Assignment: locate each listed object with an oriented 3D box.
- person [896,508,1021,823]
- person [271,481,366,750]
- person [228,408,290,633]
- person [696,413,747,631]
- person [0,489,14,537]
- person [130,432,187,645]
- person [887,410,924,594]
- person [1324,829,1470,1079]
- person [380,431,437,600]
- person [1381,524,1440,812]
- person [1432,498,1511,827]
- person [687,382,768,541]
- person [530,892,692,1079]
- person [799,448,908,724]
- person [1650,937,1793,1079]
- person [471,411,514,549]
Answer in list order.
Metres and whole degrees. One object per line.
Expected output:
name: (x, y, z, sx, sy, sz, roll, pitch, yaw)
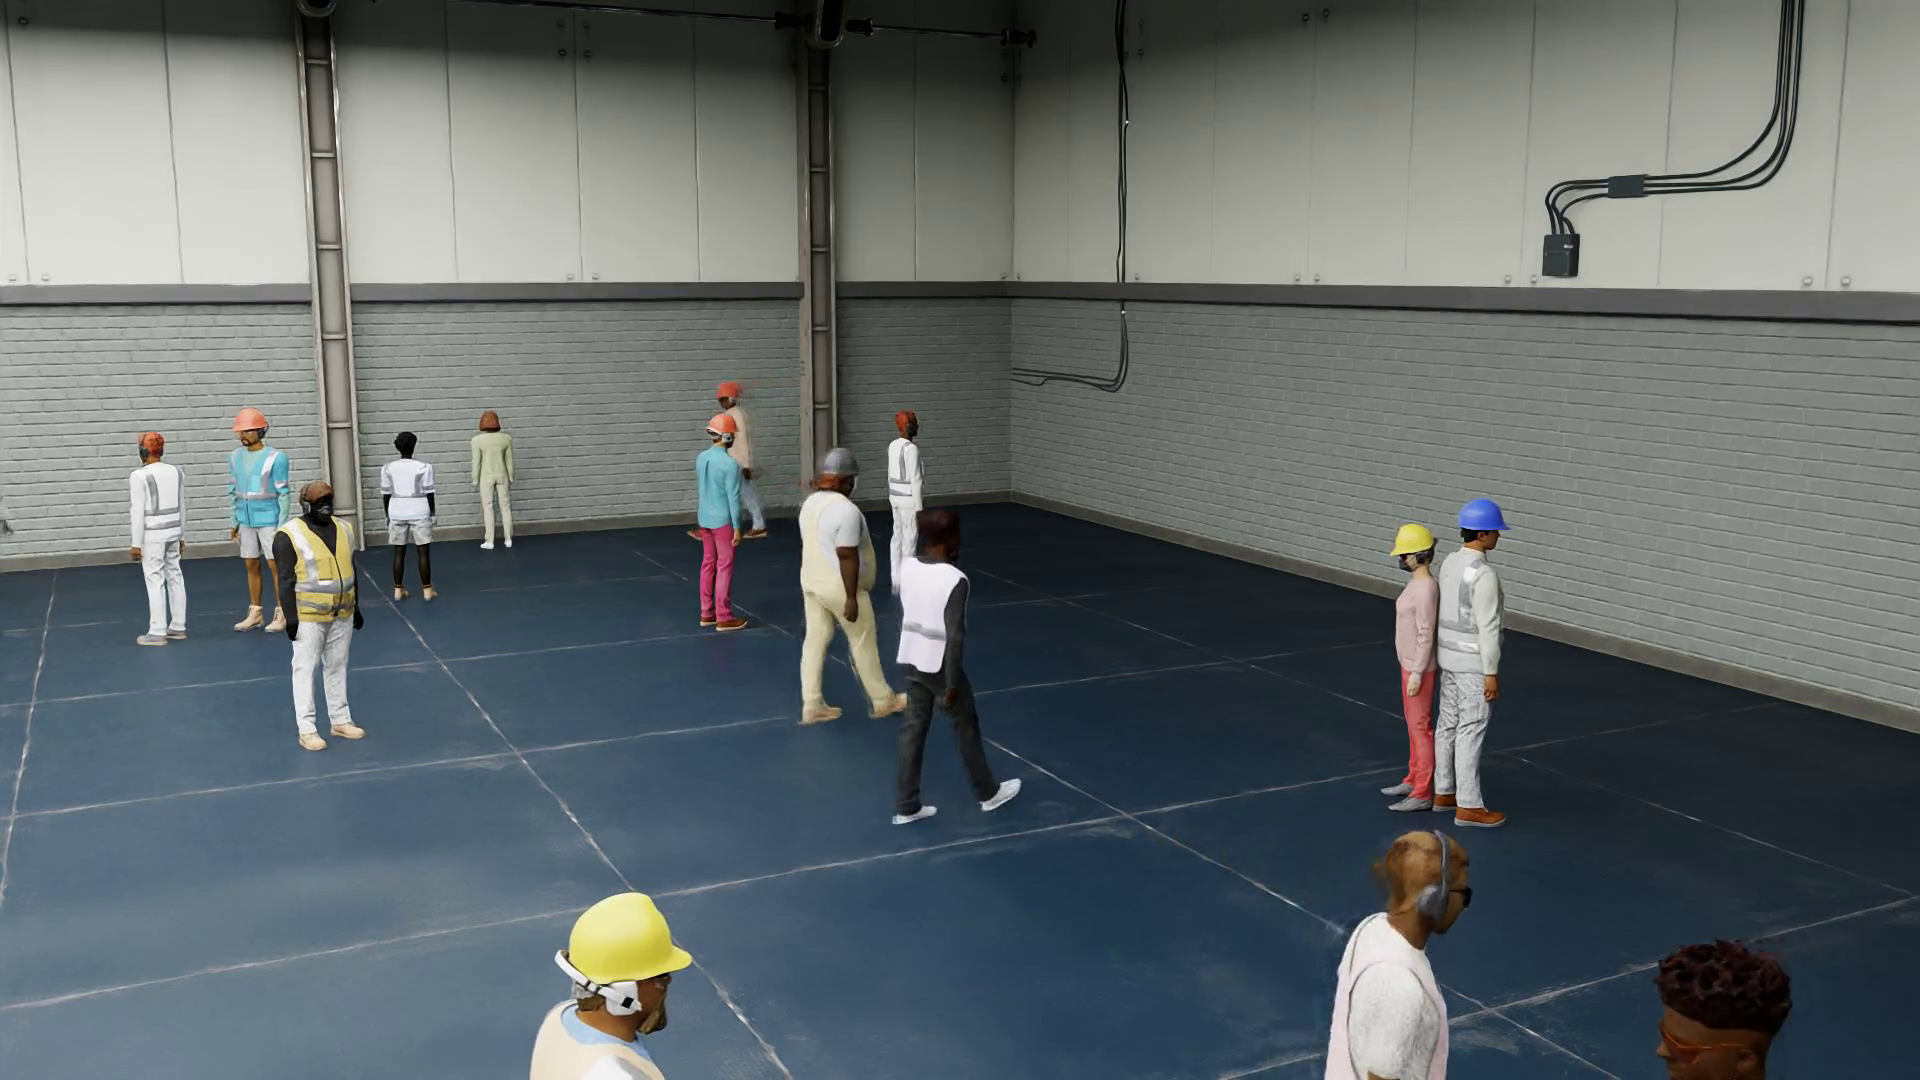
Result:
person: (-0.066, 0.737, 9.980, 0.769, 1.891, 0.603, -8, 12, -42)
person: (-4.402, 0.508, 11.510, 0.429, 1.845, 0.621, 6, 11, 31)
person: (-6.364, -0.171, 15.078, 0.608, 2.044, 0.377, 2, 10, 14)
person: (-2.177, -0.167, 15.245, 0.406, 1.987, 0.608, -9, 13, -43)
person: (-9.422, -0.103, 15.942, 0.424, 1.622, 0.532, 3, 10, 18)
person: (-7.053, -0.015, 14.646, 0.366, 1.880, 0.580, 3, 10, 16)
person: (-0.526, -0.363, 16.746, 0.355, 1.885, 0.575, -5, 10, -28)
person: (1.204, 1.664, 4.570, 0.935, 1.785, 0.505, 0, 9, 1)
person: (-5.478, -0.231, 16.551, 0.536, 1.690, 0.320, 0, 9, 2)
person: (2.758, 0.773, 10.127, 0.319, 1.763, 0.522, 1, 9, 8)
person: (3.032, 0.719, 9.881, 0.388, 1.947, 0.611, -2, 9, -11)
person: (-2.804, -0.946, 20.187, 1.041, 1.940, 0.617, -3, 10, -19)
person: (-0.821, 1.735, 4.022, 0.404, 1.824, 0.586, -5, 10, -28)
person: (-0.779, 0.309, 12.125, 0.901, 2.000, 0.703, -7, 12, -37)
person: (1.471, 1.765, 3.466, 0.838, 1.930, 0.650, 1, 9, 4)
person: (-5.517, -0.710, 19.654, 0.506, 1.632, 0.268, -7, 11, -35)
